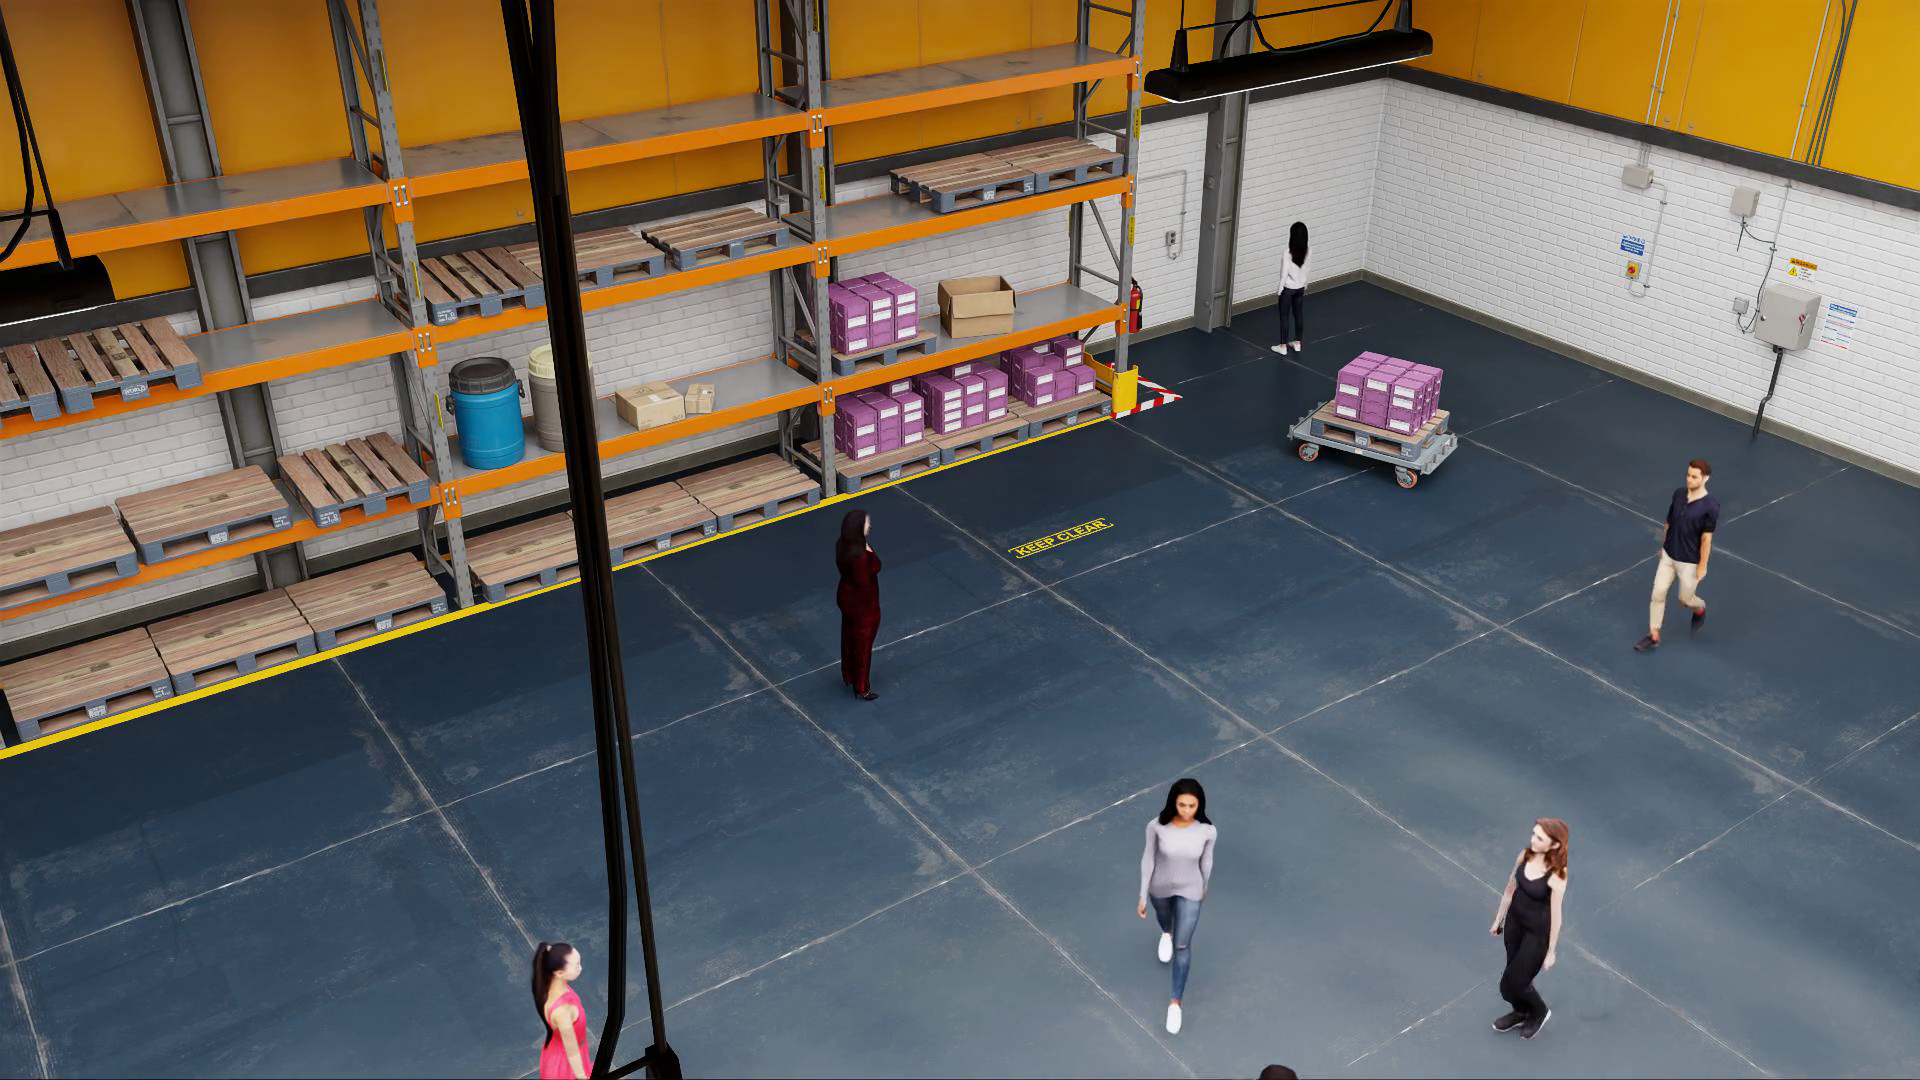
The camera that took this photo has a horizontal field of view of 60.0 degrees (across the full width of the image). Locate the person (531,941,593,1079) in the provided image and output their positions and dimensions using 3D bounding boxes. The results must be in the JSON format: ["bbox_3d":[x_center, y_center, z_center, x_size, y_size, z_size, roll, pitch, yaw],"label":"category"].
[{"bbox_3d":[-2.255,3.003,9.545,0.625,1.730,0.653,-13,31,-22],"label":"person"}]

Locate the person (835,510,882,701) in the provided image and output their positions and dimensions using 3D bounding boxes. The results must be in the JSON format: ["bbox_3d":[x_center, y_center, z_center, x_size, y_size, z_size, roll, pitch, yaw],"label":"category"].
[{"bbox_3d":[-0.874,0.534,14.042,0.664,1.756,0.707,-12,31,-20],"label":"person"}]

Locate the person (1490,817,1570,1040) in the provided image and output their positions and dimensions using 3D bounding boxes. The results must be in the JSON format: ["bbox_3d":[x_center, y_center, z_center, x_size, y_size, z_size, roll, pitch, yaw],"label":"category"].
[{"bbox_3d":[3.697,2.449,10.555,0.740,1.735,0.677,-11,30,-19],"label":"person"}]

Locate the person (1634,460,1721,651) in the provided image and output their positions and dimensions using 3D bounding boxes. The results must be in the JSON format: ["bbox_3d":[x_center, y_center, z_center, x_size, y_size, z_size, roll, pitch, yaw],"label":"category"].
[{"bbox_3d":[6.441,0.136,14.692,1.007,1.833,0.648,-17,33,-29],"label":"person"}]

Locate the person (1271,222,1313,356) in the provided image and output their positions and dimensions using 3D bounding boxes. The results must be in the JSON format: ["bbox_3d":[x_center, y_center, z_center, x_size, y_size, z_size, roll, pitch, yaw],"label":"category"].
[{"bbox_3d":[4.182,-3.173,20.897,0.511,1.701,0.695,-15,32,-26],"label":"person"}]

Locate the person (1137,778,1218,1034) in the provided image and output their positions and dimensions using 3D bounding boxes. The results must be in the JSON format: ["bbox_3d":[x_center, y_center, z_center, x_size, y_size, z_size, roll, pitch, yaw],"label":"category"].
[{"bbox_3d":[1.413,2.254,10.966,1.121,1.684,1.222,6,29,11],"label":"person"}]
